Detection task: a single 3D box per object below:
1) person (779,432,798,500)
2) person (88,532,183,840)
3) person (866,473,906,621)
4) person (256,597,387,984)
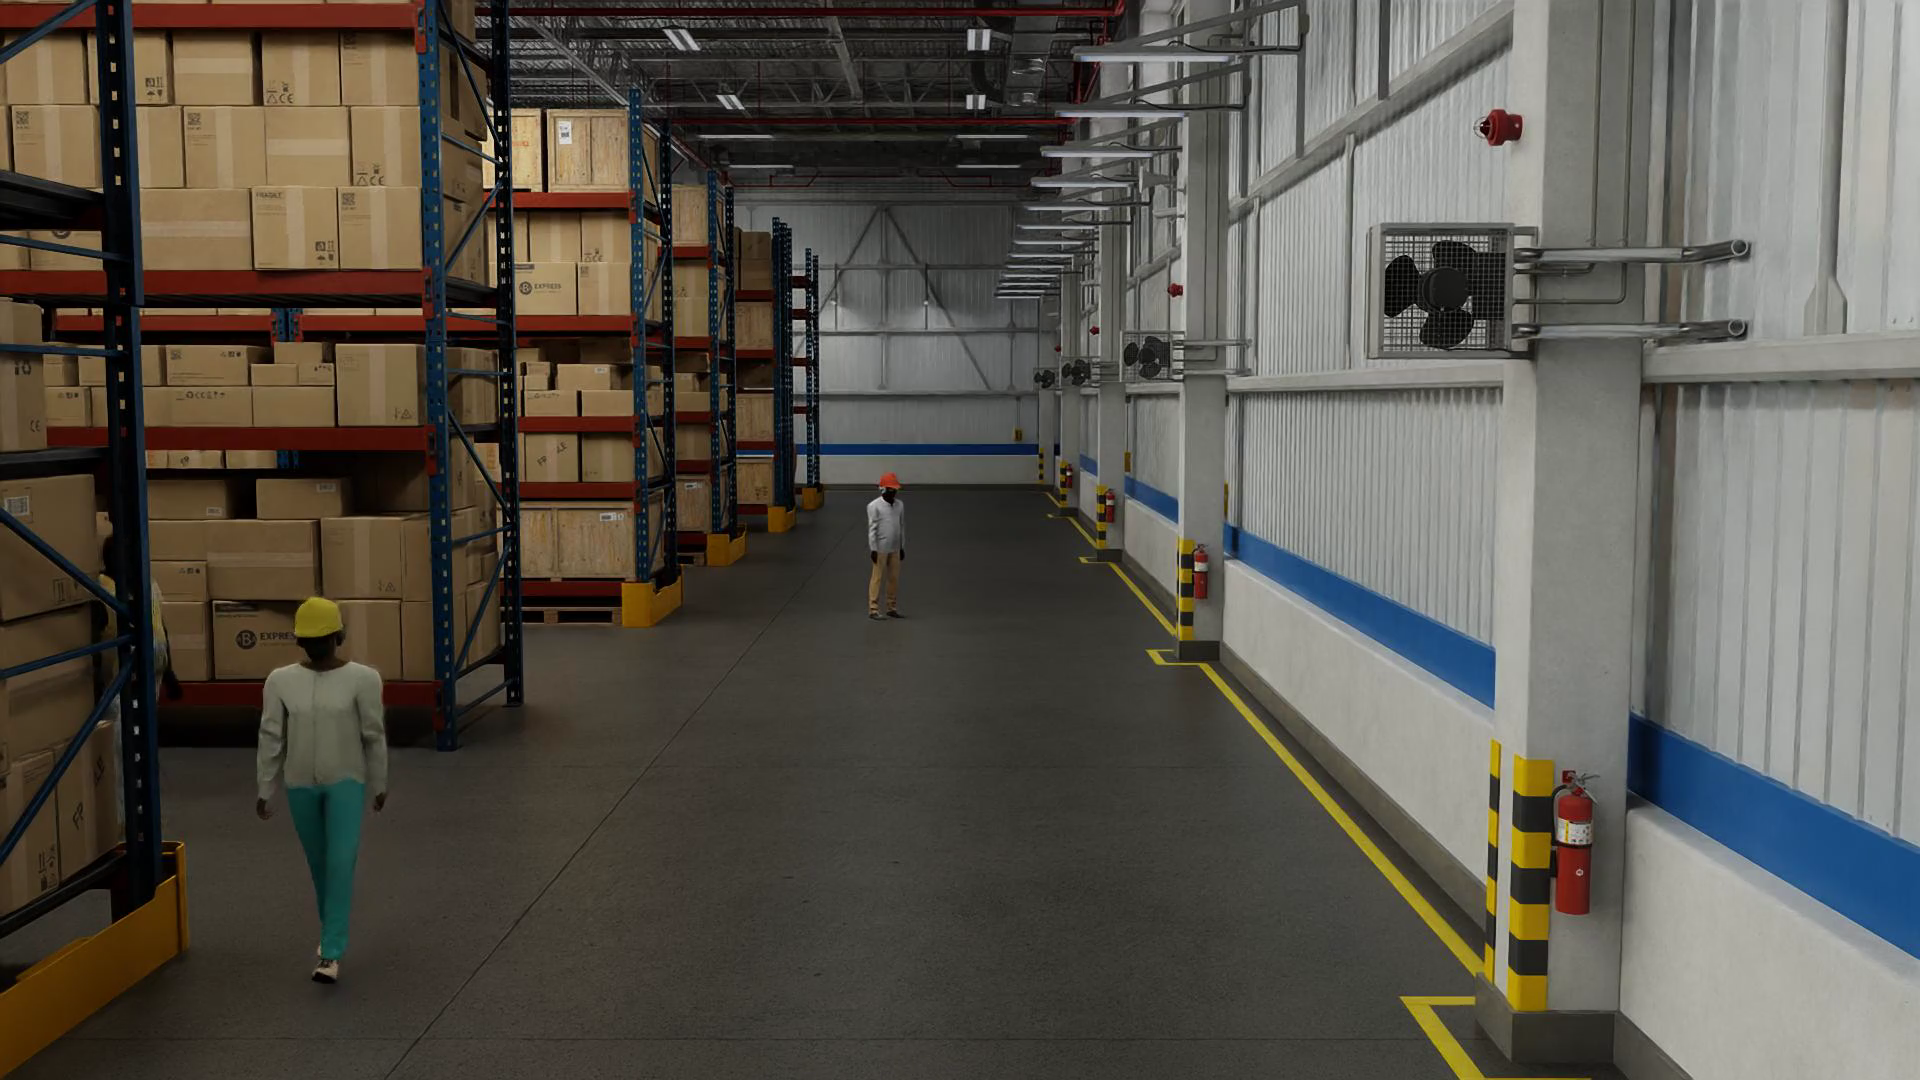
[{"bbox_3d":[-3.928,-1.518,37.252,0.407,1.902,0.639,4,6,39],"label":"person"},{"bbox_3d":[-4.962,0.855,9.982,0.475,1.841,0.632,1,5,9],"label":"person"},{"bbox_3d":[-0.843,0.076,19.586,0.351,1.742,0.566,5,7,43],"label":"person"},{"bbox_3d":[-2.901,1.122,7.544,0.534,1.719,0.925,0,5,-6],"label":"person"}]
